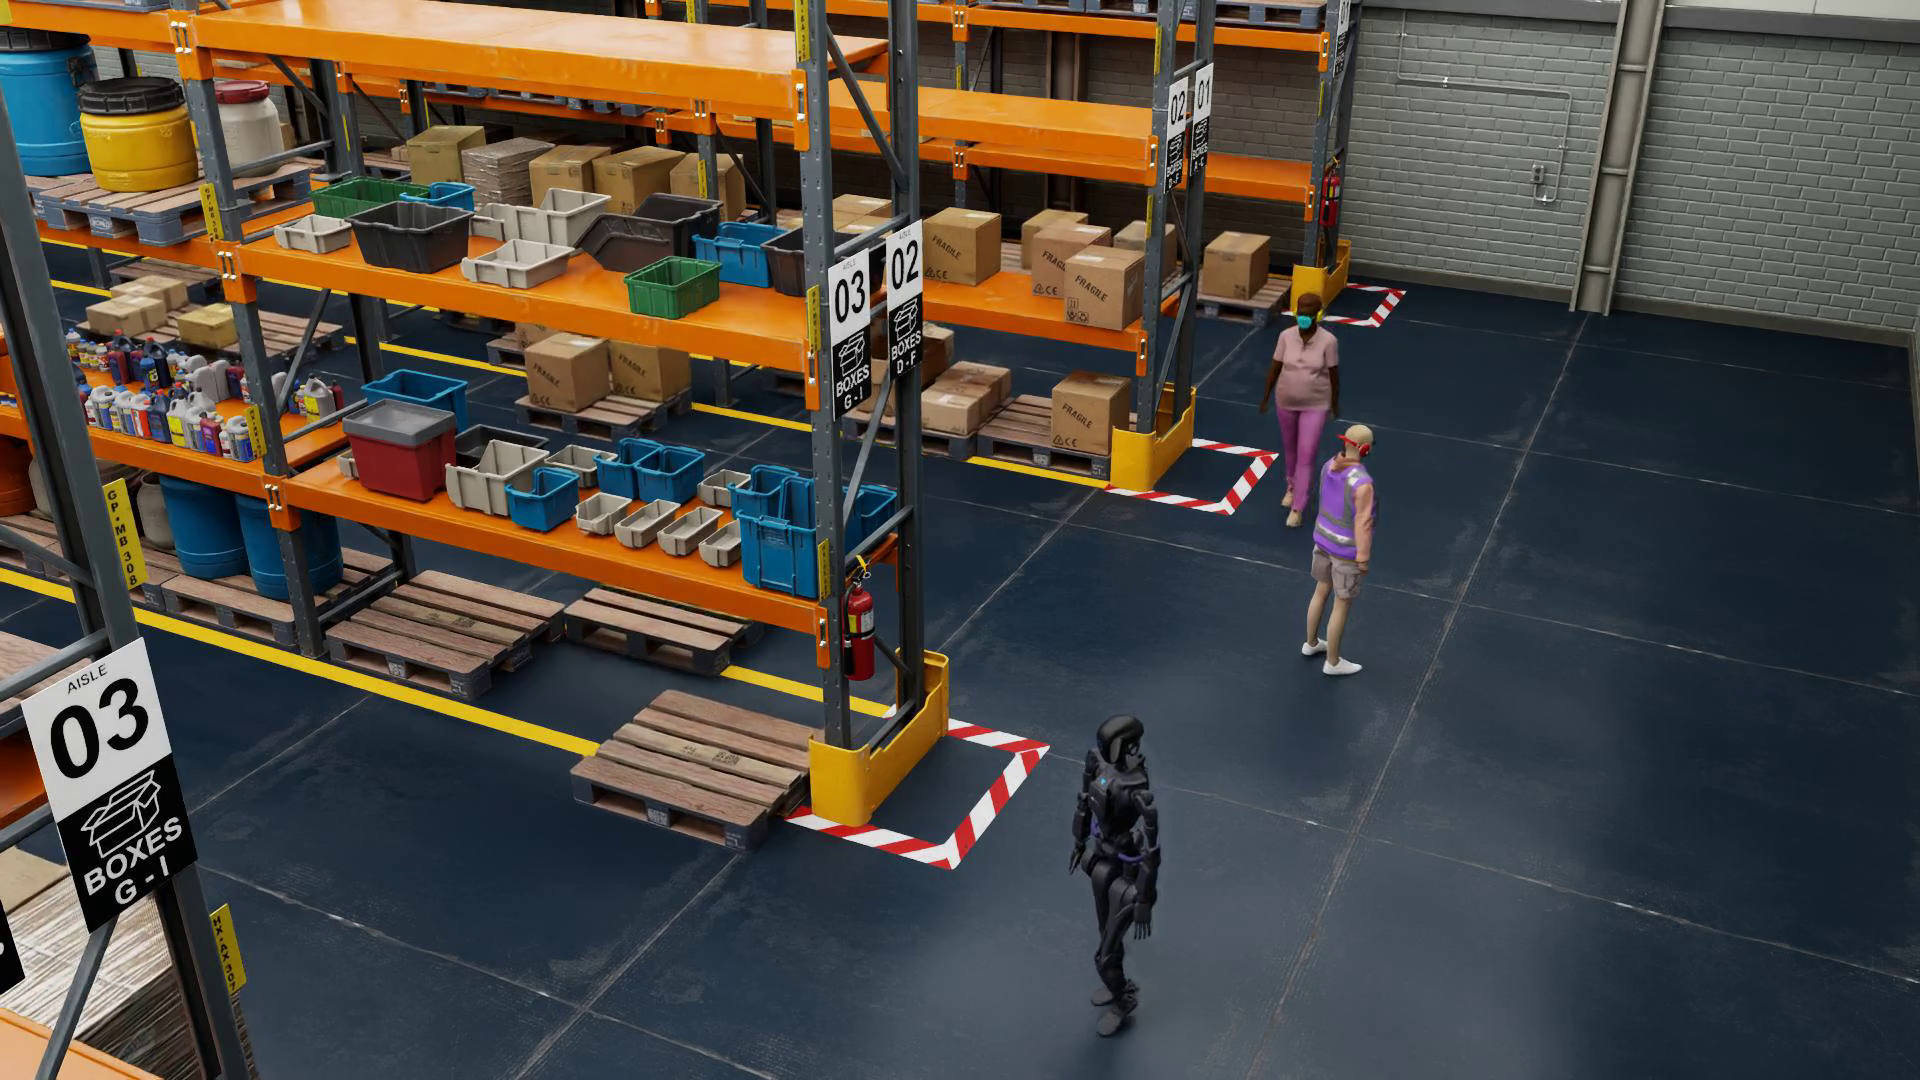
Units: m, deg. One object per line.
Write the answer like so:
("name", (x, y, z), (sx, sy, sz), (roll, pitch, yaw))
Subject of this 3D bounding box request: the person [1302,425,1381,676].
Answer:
("person", (2.428, 0.058, 10.589), (0.348, 1.688, 0.491), (-10, 28, -20))

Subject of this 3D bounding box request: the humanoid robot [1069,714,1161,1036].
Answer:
("humanoid robot", (0.703, 1.512, 7.657), (0.458, 1.642, 0.610), (-16, 30, -29))

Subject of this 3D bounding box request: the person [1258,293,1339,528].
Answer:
("person", (2.546, -0.986, 12.597), (0.567, 1.764, 0.848), (14, 29, 26))
